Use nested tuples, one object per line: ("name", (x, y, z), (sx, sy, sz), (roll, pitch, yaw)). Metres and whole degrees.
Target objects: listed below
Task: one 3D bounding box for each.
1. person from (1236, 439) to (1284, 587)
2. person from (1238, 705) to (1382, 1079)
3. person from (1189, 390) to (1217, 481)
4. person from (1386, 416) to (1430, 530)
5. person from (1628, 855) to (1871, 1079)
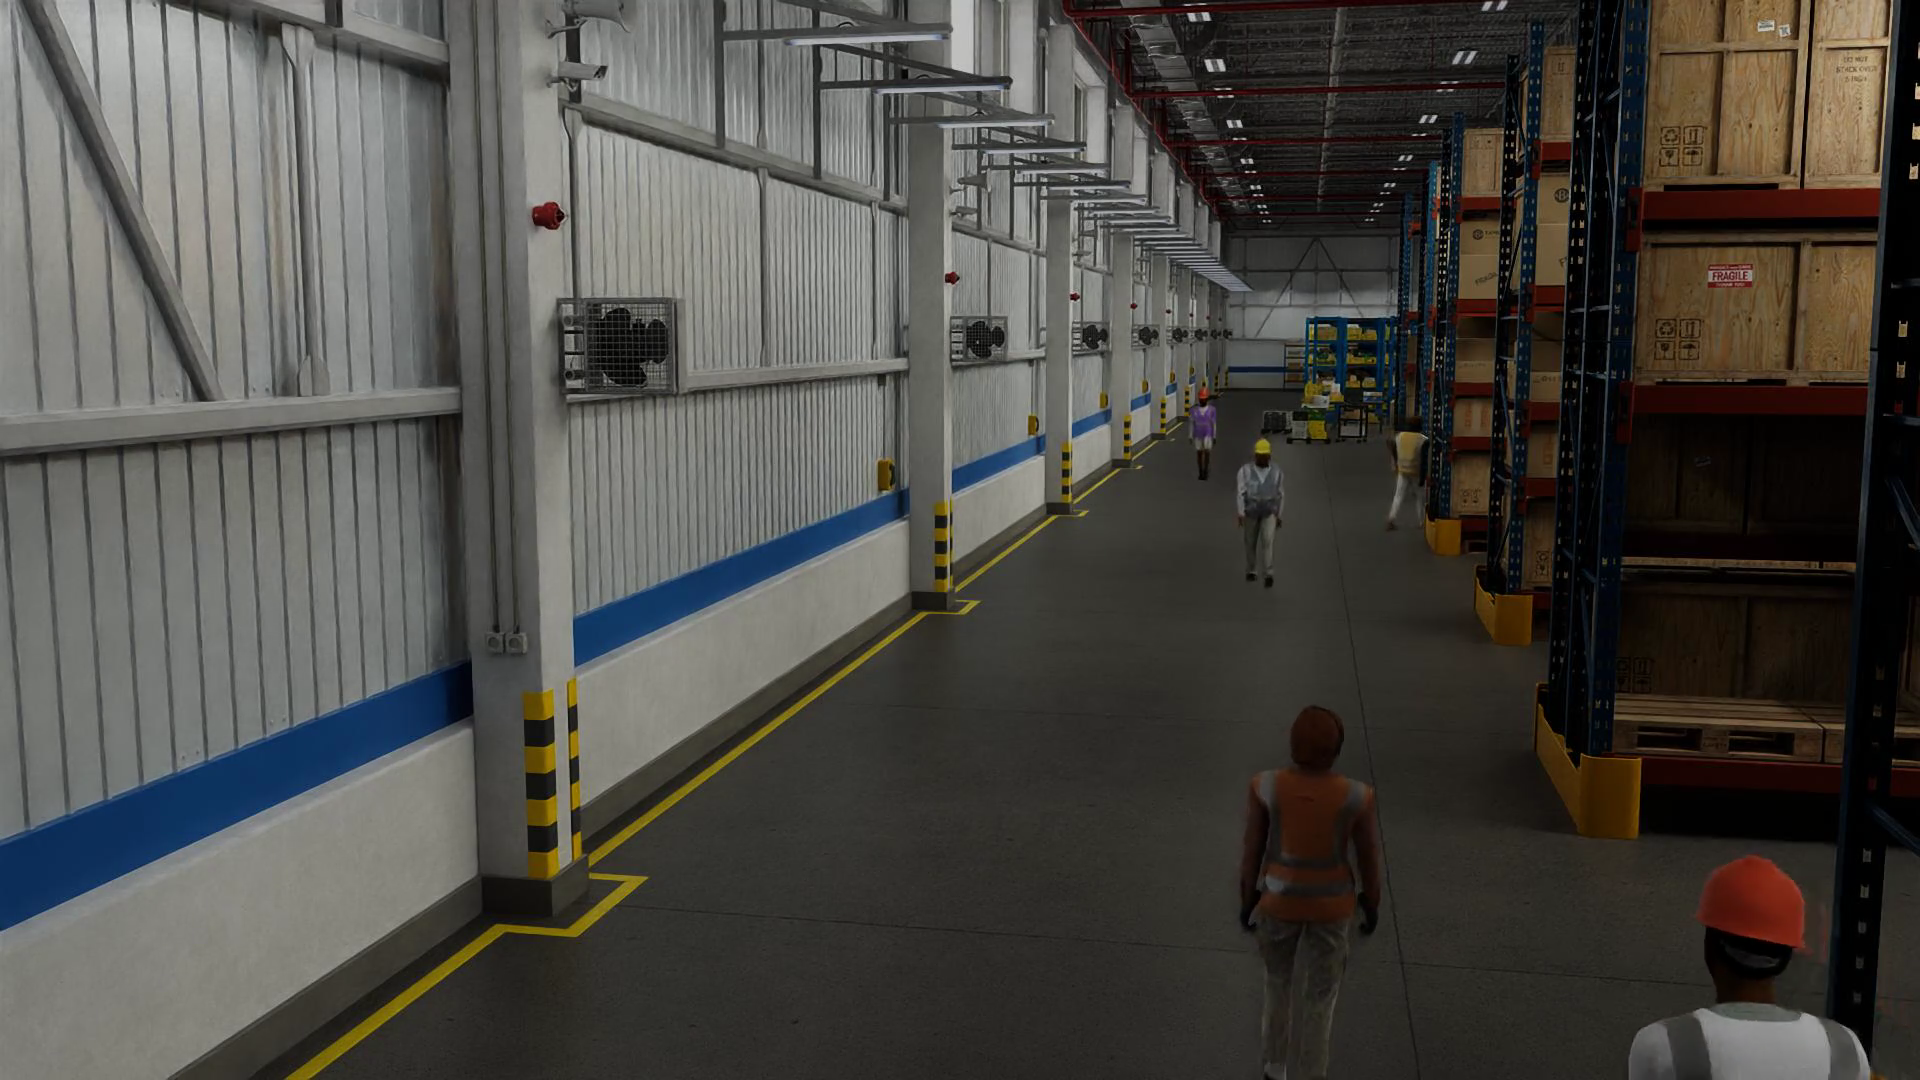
("person", (3.686, -0.336, 20.432), (0.606, 1.825, 0.598), (0, 7, 3))
("person", (1.410, 1.459, 6.674), (0.552, 1.619, 0.541), (2, 7, 17))
("person", (5.045, -2.169, 34.662), (0.559, 1.889, 0.976), (2, 7, 17))
("person", (7.041, -1.045, 26.051), (0.629, 1.808, 0.919), (7, 10, 44))
("person", (1.764, 1.670, 3.905), (0.554, 1.895, 0.849), (0, 7, 3))
